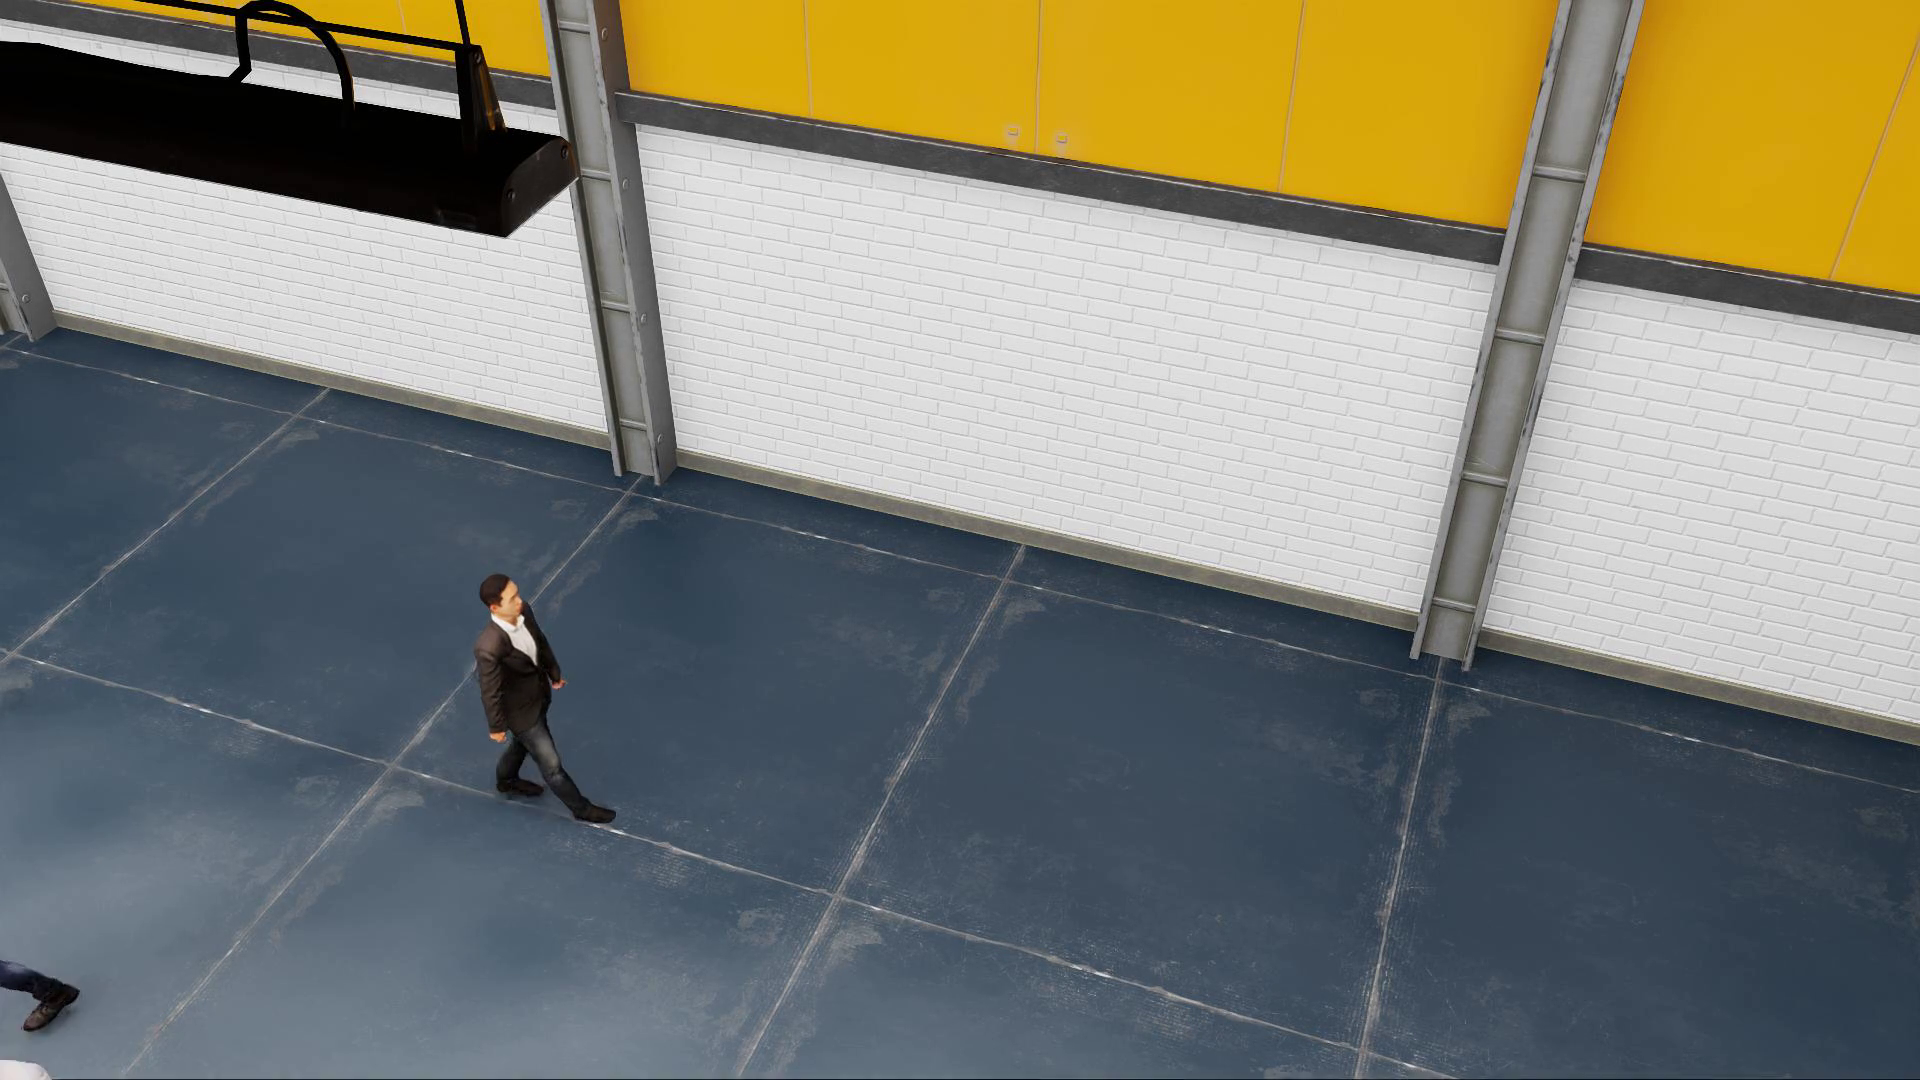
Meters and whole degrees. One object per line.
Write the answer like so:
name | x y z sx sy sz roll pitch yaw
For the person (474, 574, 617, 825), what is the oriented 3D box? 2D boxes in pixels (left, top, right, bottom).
person | -2.567 0.901 9.526 1.088 1.768 0.801 8 39 9
